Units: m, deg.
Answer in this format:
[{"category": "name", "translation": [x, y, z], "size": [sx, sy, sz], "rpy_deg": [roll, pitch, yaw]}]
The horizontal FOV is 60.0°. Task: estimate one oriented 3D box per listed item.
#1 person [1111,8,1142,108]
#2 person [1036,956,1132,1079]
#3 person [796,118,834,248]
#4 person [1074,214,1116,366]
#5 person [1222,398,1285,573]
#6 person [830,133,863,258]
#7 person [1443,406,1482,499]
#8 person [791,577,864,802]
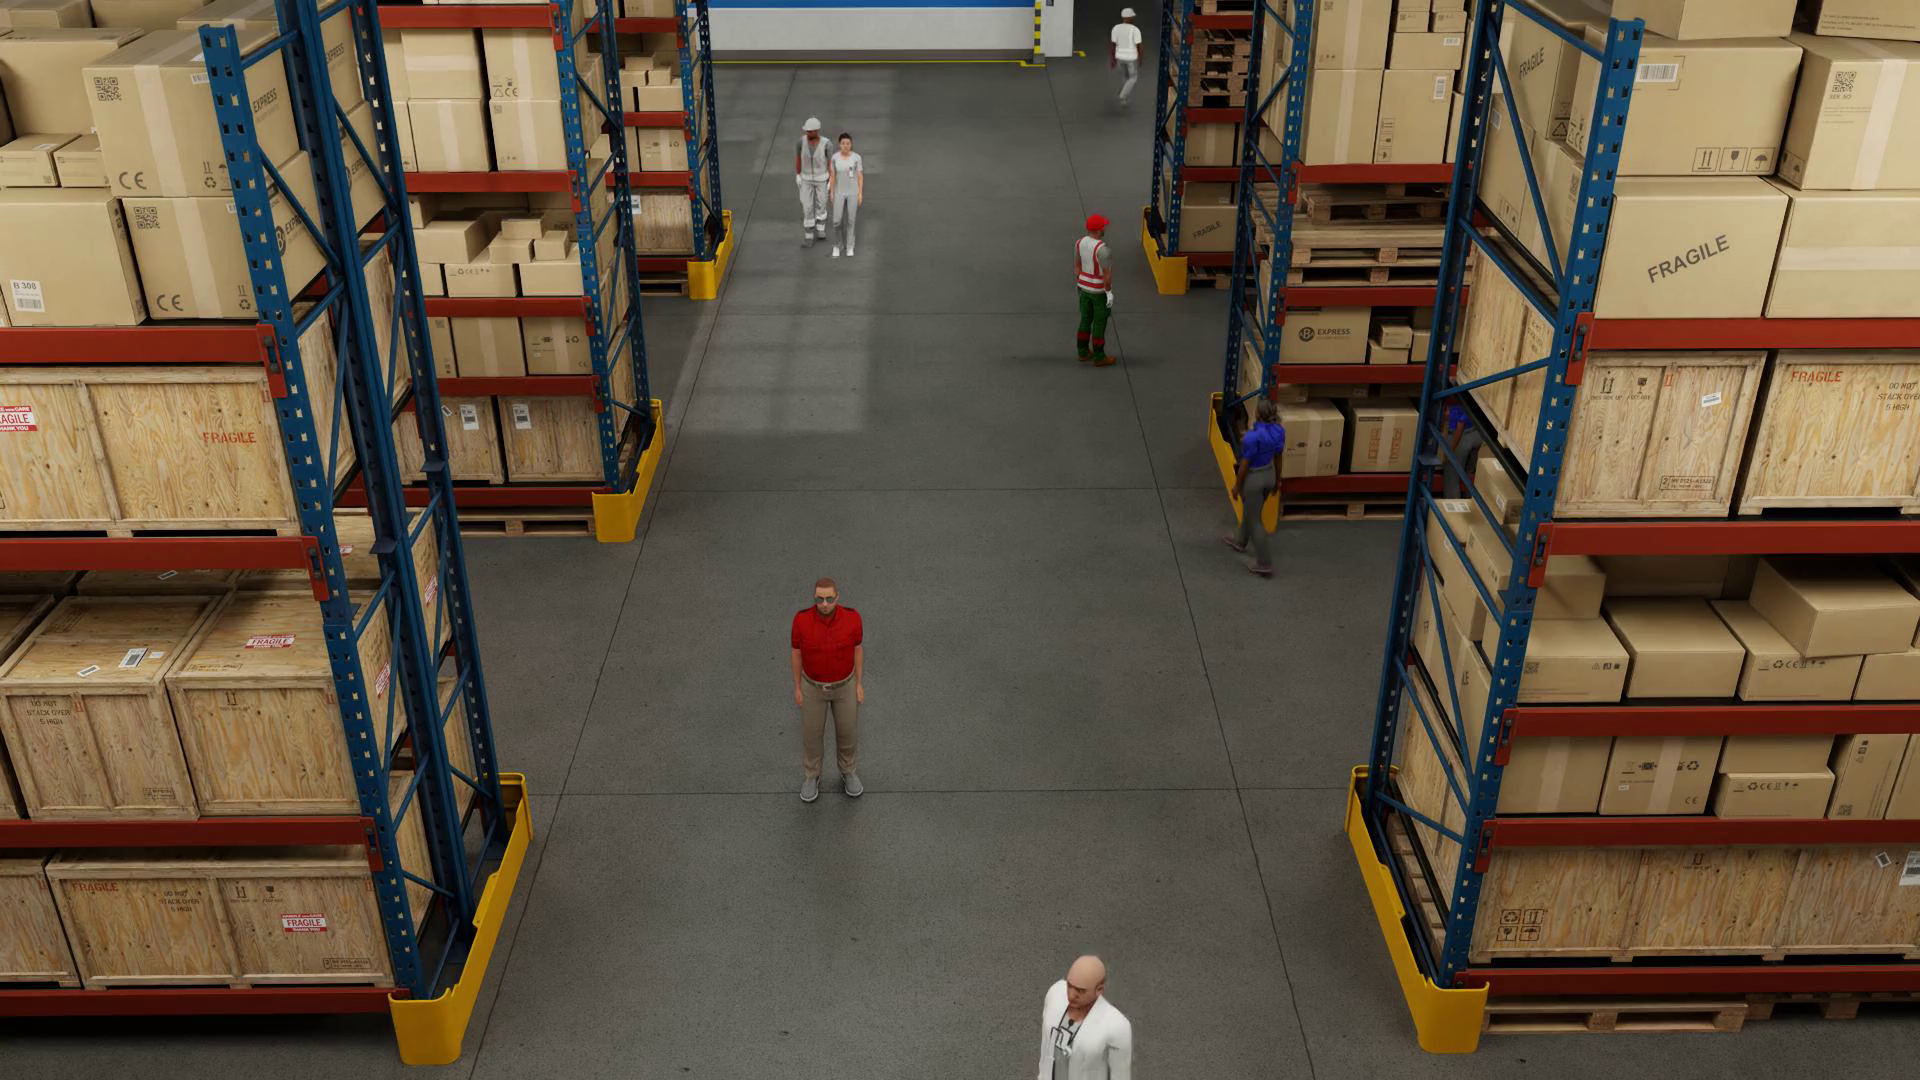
[{"category": "person", "translation": [3.025, -8.737, 30.133], "size": [0.603, 1.757, 0.738], "rpy_deg": [15, 32, 25]}, {"category": "person", "translation": [0.594, 2.887, 8.513], "size": [0.600, 1.791, 0.600], "rpy_deg": [22, 35, 35]}, {"category": "person", "translation": [-2.016, -5.010, 23.184], "size": [0.558, 1.777, 0.742], "rpy_deg": [0, 28, 0]}, {"category": "person", "translation": [1.579, -2.916, 19.304], "size": [0.370, 1.795, 0.546], "rpy_deg": [-23, 36, -36]}, {"category": "person", "translation": [2.637, -0.543, 15.043], "size": [0.451, 1.651, 0.790], "rpy_deg": [-18, 33, -30]}, {"category": "person", "translation": [-1.555, -4.720, 22.773], "size": [0.456, 1.682, 0.412], "rpy_deg": [0, 28, -1]}, {"category": "person", "translation": [4.737, -0.915, 15.723], "size": [0.444, 1.662, 0.325], "rpy_deg": [-23, 36, -36]}, {"category": "person", "translation": [-0.938, 1.068, 11.964], "size": [0.519, 1.727, 0.384], "rpy_deg": [-4, 29, -8]}]
